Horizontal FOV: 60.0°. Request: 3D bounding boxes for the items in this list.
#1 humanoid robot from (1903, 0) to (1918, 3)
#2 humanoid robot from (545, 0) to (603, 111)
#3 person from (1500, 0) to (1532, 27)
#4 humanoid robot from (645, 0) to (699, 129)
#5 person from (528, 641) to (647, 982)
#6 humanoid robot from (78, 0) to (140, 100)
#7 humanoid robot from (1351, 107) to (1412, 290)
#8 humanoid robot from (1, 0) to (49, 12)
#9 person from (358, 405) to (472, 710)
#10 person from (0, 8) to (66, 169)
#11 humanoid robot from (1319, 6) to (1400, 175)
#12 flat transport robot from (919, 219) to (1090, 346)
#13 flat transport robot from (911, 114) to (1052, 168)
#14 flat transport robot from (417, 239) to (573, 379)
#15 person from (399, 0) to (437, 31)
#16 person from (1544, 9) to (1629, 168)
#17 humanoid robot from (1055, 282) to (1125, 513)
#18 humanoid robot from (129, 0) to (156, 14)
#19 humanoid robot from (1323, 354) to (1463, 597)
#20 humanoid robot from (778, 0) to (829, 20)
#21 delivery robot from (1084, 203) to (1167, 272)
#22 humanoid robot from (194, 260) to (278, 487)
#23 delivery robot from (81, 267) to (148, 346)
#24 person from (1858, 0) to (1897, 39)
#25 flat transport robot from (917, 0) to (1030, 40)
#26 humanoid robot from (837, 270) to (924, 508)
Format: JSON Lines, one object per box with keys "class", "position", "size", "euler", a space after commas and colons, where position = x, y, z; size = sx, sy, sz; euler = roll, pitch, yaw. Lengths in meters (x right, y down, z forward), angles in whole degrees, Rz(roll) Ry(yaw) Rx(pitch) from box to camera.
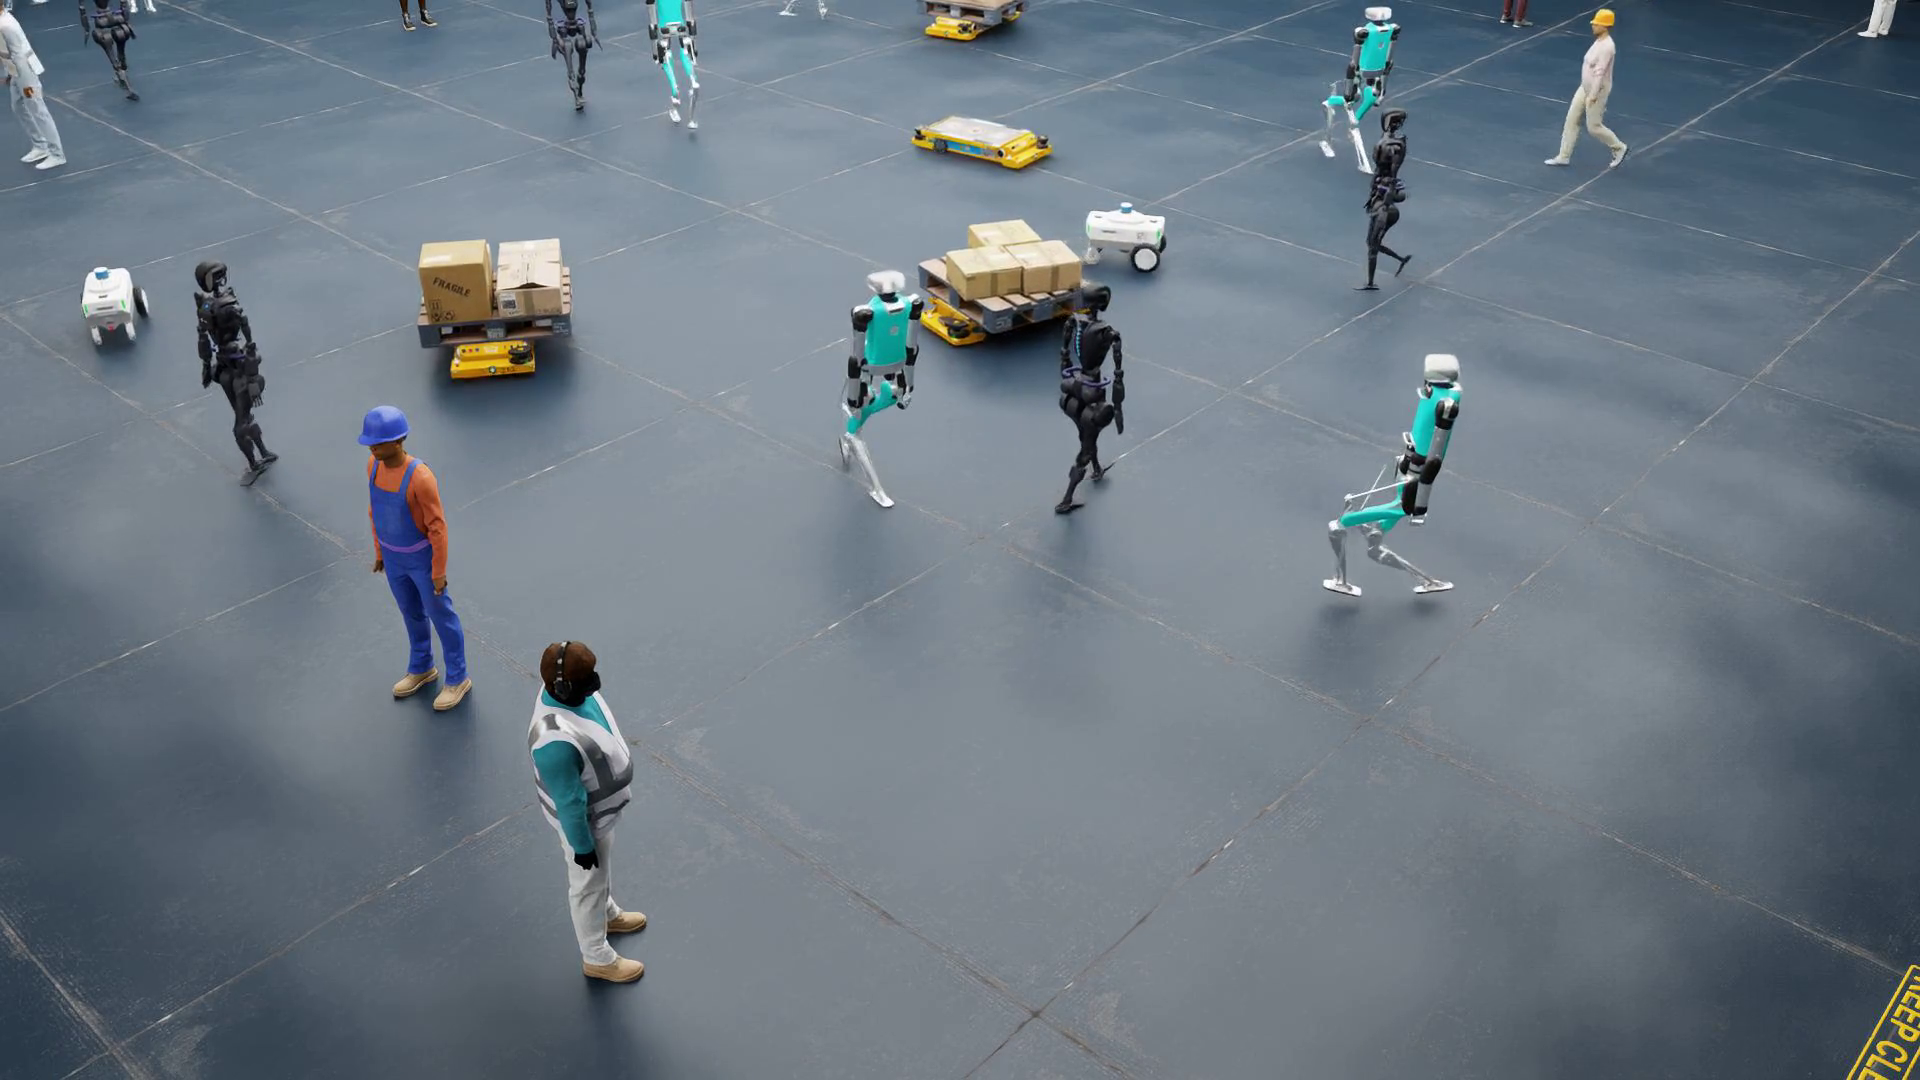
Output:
{"class": "humanoid robot", "position": [13.672, -8.384, 23.317], "size": [0.436, 1.641, 0.591], "euler": [-14, 34, -21]}
{"class": "humanoid robot", "position": [-4.434, -5.803, 19.195], "size": [0.591, 1.631, 0.757], "euler": [-15, 35, -23]}
{"class": "person", "position": [7.603, -7.829, 22.306], "size": [0.380, 1.805, 0.552], "euler": [-15, 35, -22]}
{"class": "humanoid robot", "position": [-3.104, -5.337, 18.393], "size": [0.533, 1.761, 1.013], "euler": [-11, 34, -17]}
{"class": "person", "position": [-1.706, 1.232, 7.679], "size": [0.429, 1.842, 0.632], "euler": [-3, 32, -4]}
{"class": "humanoid robot", "position": [-10.064, -6.060, 19.618], "size": [0.775, 1.626, 0.589], "euler": [24, 39, 34]}
{"class": "humanoid robot", "position": [3.818, -2.992, 14.652], "size": [0.555, 1.642, 0.589], "euler": [-1, 32, -1]}
{"class": "humanoid robot", "position": [-13.213, -8.218, 23.080], "size": [0.811, 1.874, 0.547], "euler": [-27, 41, -36]}
{"class": "person", "position": [-3.116, 0.095, 9.447], "size": [0.514, 1.910, 0.362], "euler": [15, 35, 23]}
{"class": "person", "position": [-9.851, -4.873, 17.461], "size": [0.442, 1.901, 0.595], "euler": [-19, 37, -28]}
{"class": "humanoid robot", "position": [4.124, -4.772, 17.496], "size": [0.534, 1.765, 1.034], "euler": [-14, 34, -21]}
{"class": "flat transport robot", "position": [0.390, -2.021, 14.408], "size": [1.431, 0.231, 0.659], "euler": [-19, 36, -27]}
{"class": "flat transport robot", "position": [0.230, -4.361, 18.177], "size": [1.431, 0.231, 0.659], "euler": [20, 37, 29]}
{"class": "flat transport robot", "position": [-3.864, -1.768, 14.000], "size": [0.659, 0.231, 1.431], "euler": [-6, 32, -10]}
{"class": "person", "position": [-7.345, -7.816, 22.135], "size": [0.611, 1.962, 0.362], "euler": [-27, 41, -36]}
{"class": "person", "position": [6.685, -4.698, 17.389], "size": [0.730, 1.662, 0.468], "euler": [-1, 32, -1]}
{"class": "humanoid robot", "position": [0.927, -1.022, 11.484], "size": [0.722, 1.630, 0.597], "euler": [-26, 40, -35]}
{"class": "humanoid robot", "position": [-11.444, -8.132, 22.856], "size": [0.531, 1.766, 0.740], "euler": [-22, 38, -31]}
{"class": "humanoid robot", "position": [2.650, -0.341, 10.336], "size": [1.042, 1.735, 0.546], "euler": [3, 32, 4]}
{"class": "humanoid robot", "position": [-2.136, -7.959, 22.629], "size": [0.875, 1.814, 0.561], "euler": [8, 33, 12]}
{"class": "delivery robot", "position": [1.553, -2.818, 15.438], "size": [0.811, 0.613, 0.499], "euler": [7, 33, 11]}
{"class": "humanoid robot", "position": [-5.145, -1.192, 11.736], "size": [0.600, 1.648, 0.456], "euler": [17, 36, 25]}
{"class": "delivery robot", "position": [-7.238, -2.027, 14.161], "size": [0.499, 0.609, 0.807], "euler": [-11, 34, -18]}
{"class": "person", "position": [12.210, -7.435, 21.824], "size": [0.517, 1.639, 0.311], "euler": [-15, 35, -23]}
{"class": "flat transport robot", "position": [0.173, -7.056, 22.516], "size": [0.659, 0.231, 1.431], "euler": [17, 36, 26]}
{"class": "humanoid robot", "position": [-0.695, -1.145, 11.619], "size": [0.558, 1.766, 0.968], "euler": [-20, 37, -29]}
